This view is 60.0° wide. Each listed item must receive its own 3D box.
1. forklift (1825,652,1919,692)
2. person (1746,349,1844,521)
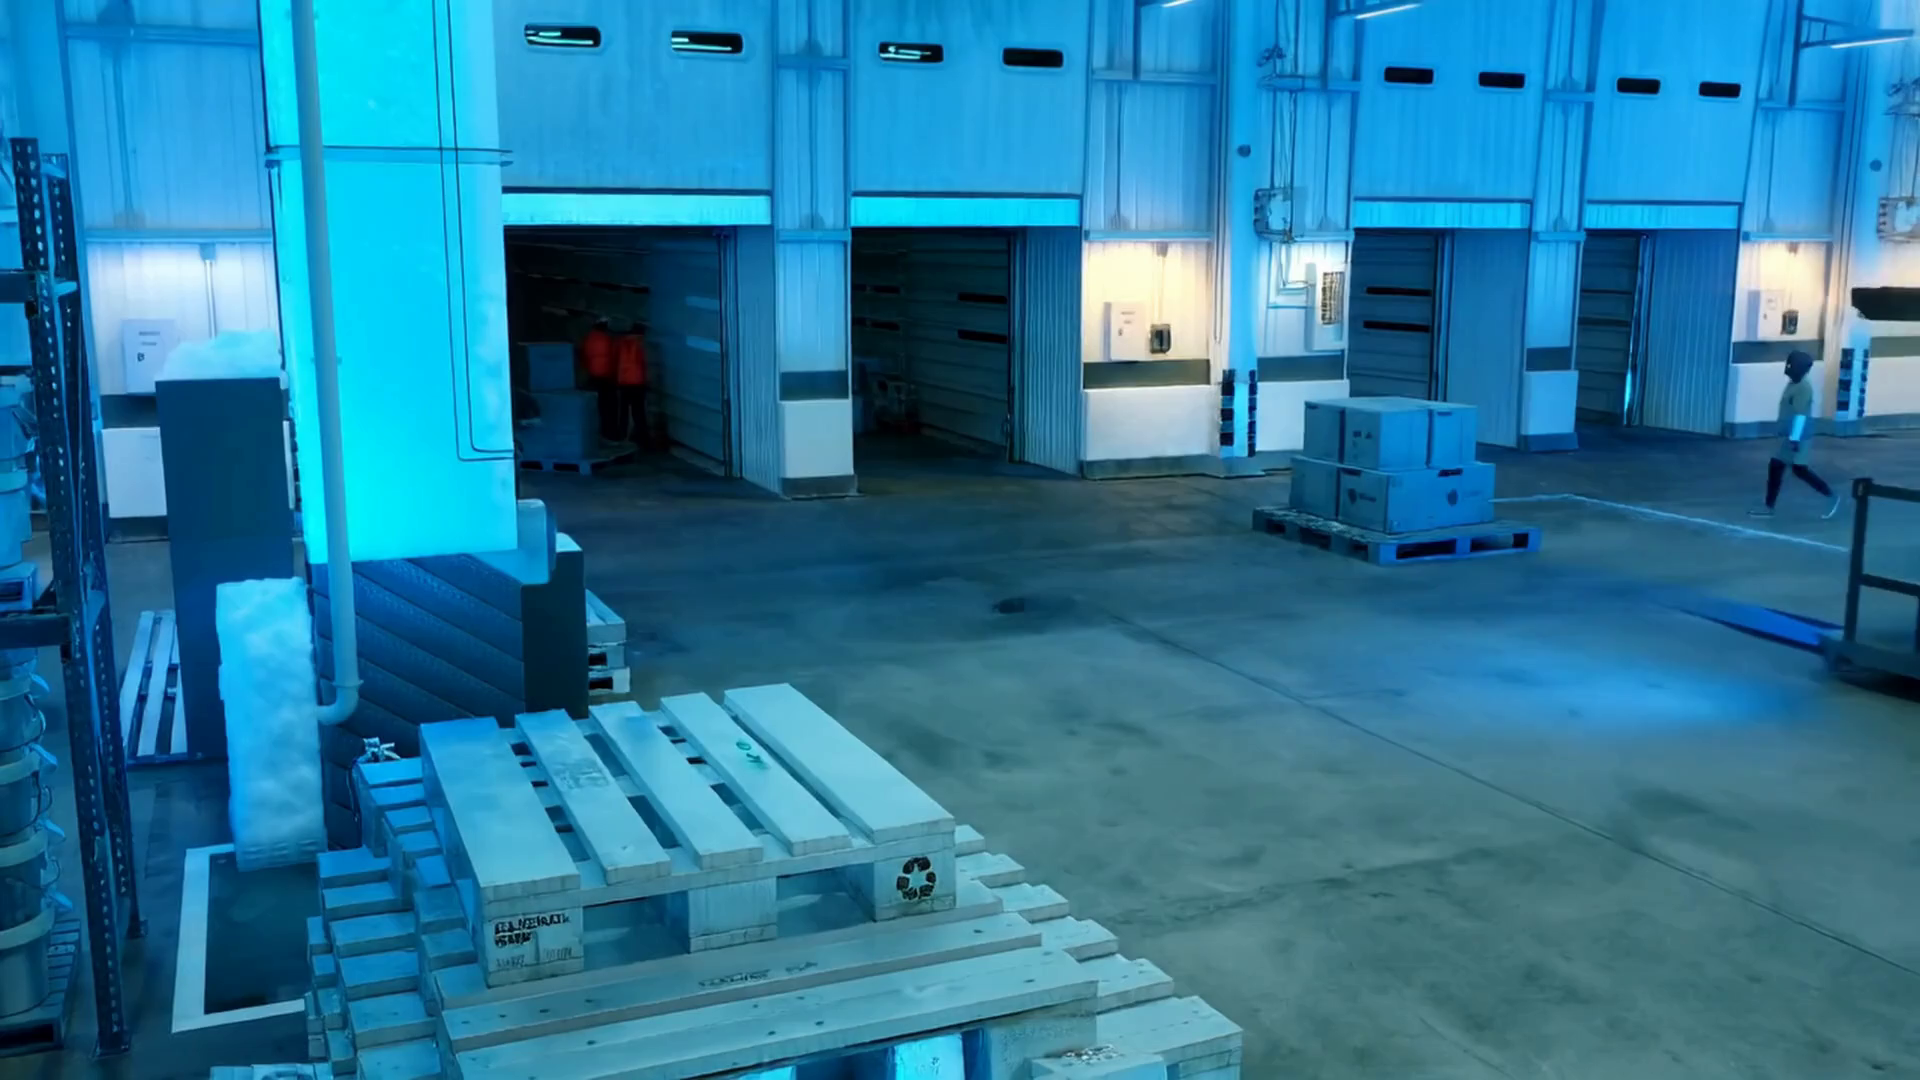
[{"bbox_3d":[6.271,-0.417,9.482,1.129,2.768,1.873,-4,11,-23],"label":"forklift"},{"bbox_3d":[8.144,-1.006,16.082,0.787,1.671,0.536,2,11,13],"label":"person"}]
